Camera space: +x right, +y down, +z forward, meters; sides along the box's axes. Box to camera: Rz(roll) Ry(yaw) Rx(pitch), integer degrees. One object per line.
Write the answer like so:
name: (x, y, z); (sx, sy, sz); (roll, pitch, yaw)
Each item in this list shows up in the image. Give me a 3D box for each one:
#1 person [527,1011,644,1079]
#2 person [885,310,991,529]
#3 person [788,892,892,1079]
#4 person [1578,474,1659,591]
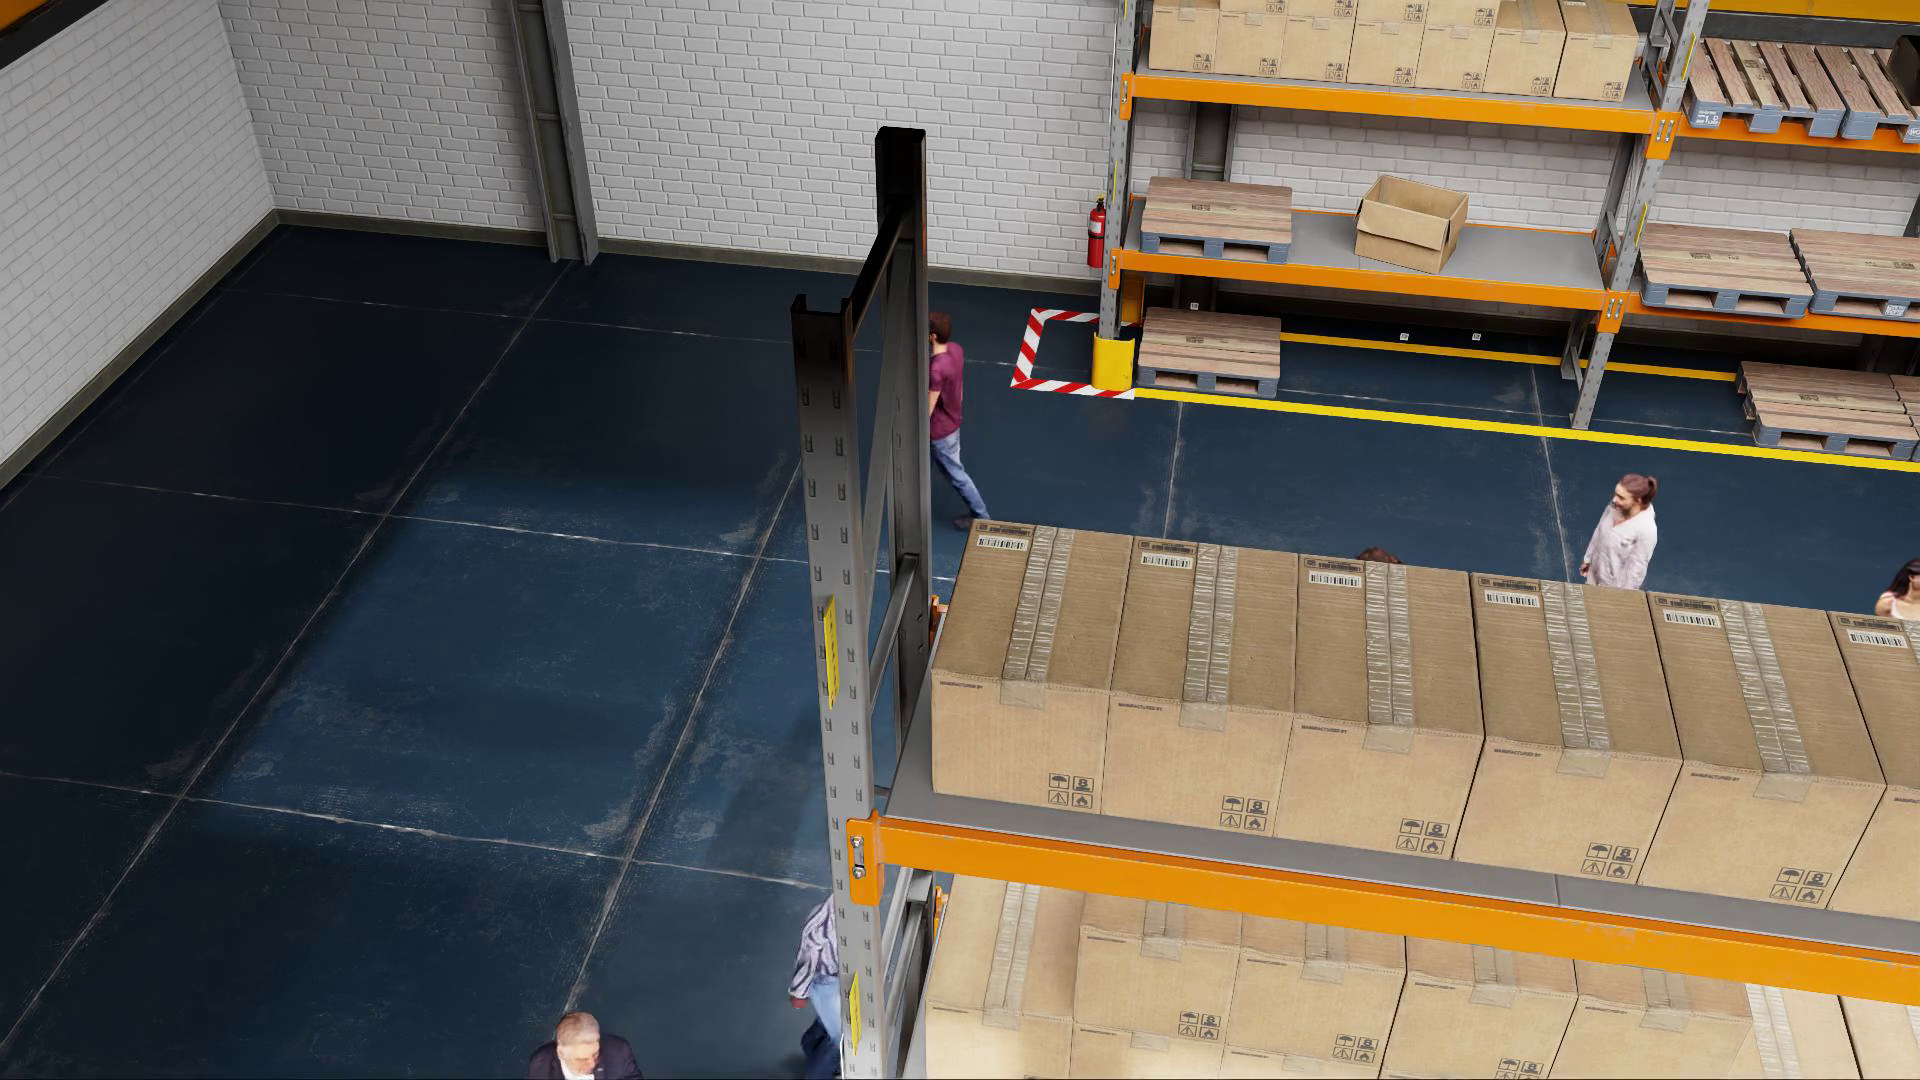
person: (-1.697, 2.705, 7.907); (0.883, 1.789, 0.999); (1, 39, 1)
person: (-0.057, -0.830, 12.320); (1.142, 1.804, 0.700); (8, 39, 10)
person: (-0.696, 2.232, 8.526); (0.808, 1.755, 0.864); (-29, 47, -31)
person: (4.422, 0.242, 11.078); (0.770, 1.679, 0.746); (-8, 39, -10)
